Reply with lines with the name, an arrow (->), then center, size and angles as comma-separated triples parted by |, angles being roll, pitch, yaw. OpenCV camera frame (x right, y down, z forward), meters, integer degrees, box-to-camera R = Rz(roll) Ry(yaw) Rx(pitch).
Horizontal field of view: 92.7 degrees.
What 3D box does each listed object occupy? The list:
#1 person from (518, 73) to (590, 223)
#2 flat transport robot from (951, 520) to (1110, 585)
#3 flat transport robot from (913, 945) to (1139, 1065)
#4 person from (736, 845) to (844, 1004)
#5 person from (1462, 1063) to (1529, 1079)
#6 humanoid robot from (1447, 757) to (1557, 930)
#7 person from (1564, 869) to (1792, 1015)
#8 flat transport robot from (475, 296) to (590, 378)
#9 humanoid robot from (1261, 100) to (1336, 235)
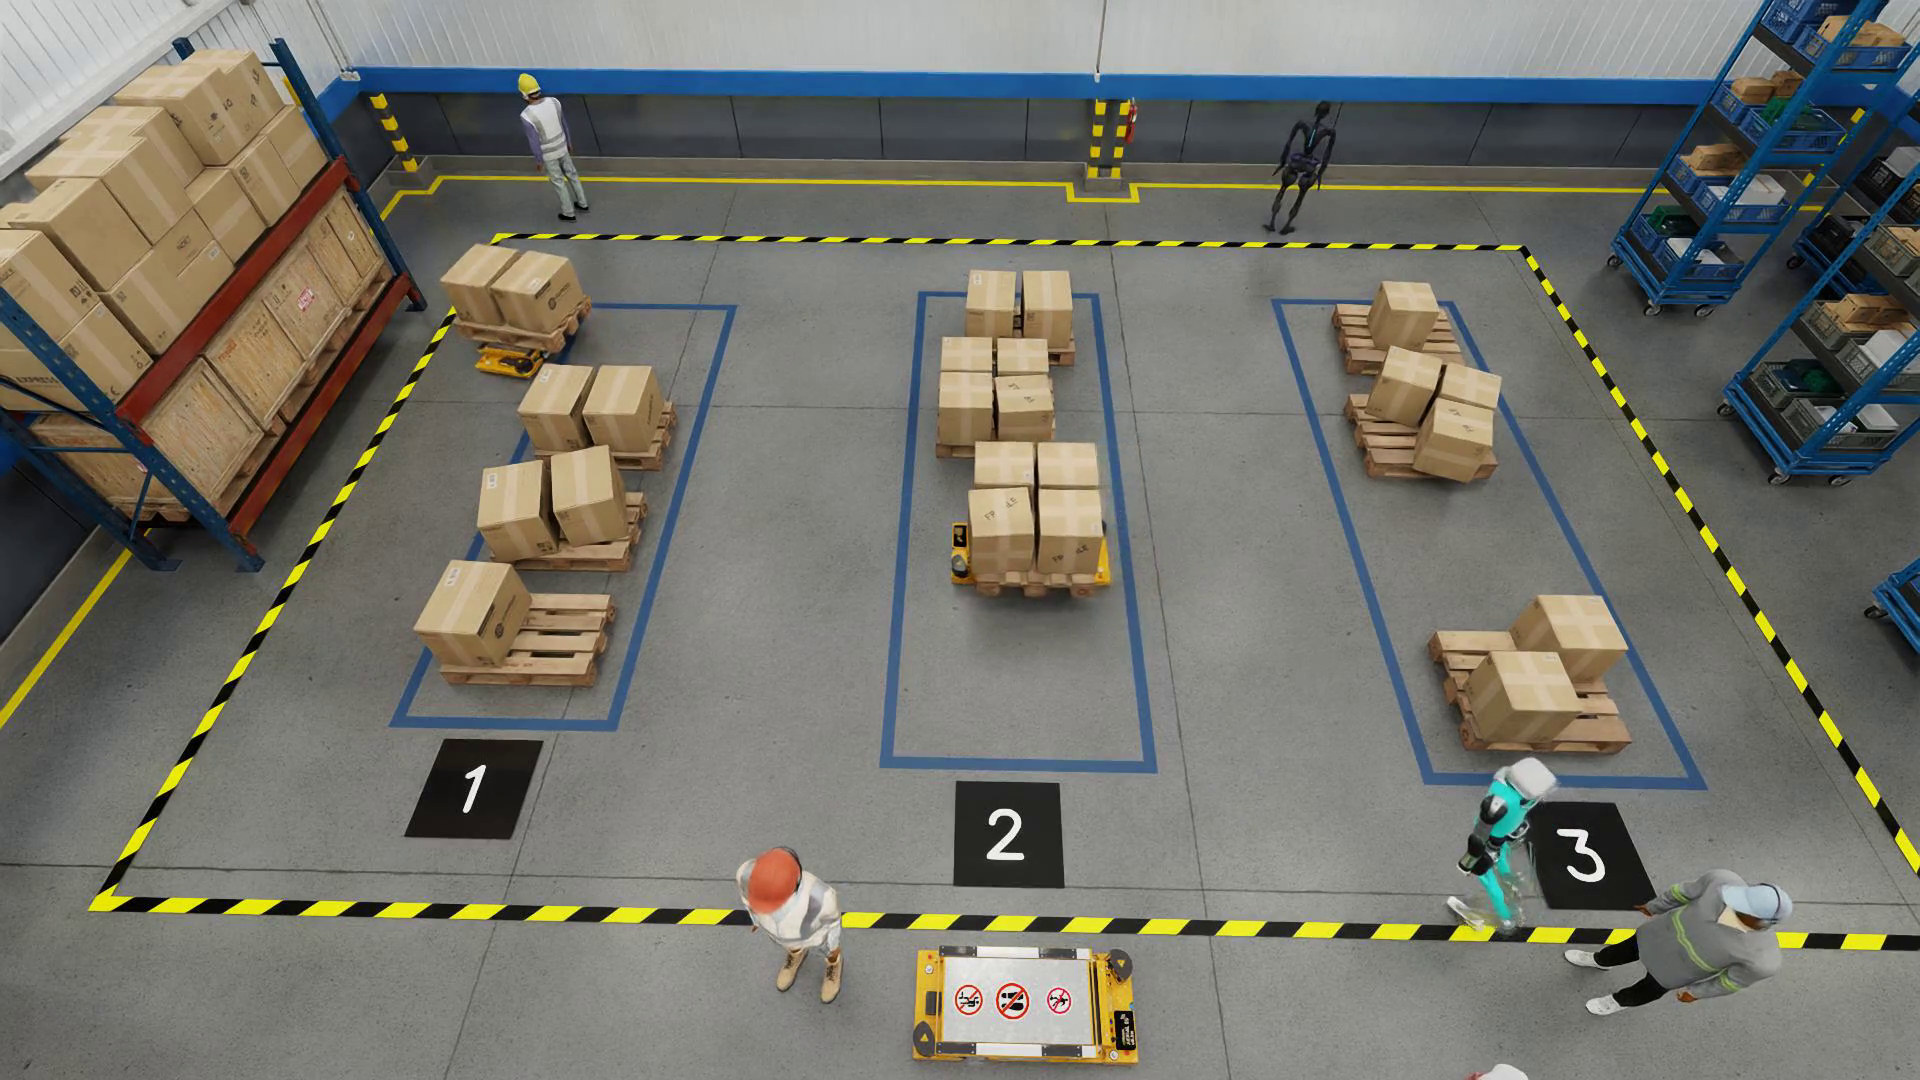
person -> -5.104, -4.875, 11.450 | 0.404, 1.830, 0.602 | 23, 54, 18
flat transport robot -> 0.638, 0.089, 8.395 | 1.431, 0.197, 0.652 | 1, 51, 1
flat transport robot -> 0.422, 3.041, 6.007 | 1.431, 0.231, 0.659 | 1, 51, 1
person -> -0.981, 2.307, 5.459 | 0.606, 2.047, 0.366 | 12, 52, 10
person -> 2.614, 3.168, 4.849 | 0.394, 1.911, 0.579 | 27, 56, 21
humanoid robot -> 3.507, 2.090, 5.862 | 0.544, 1.809, 0.838 | -30, 57, -22
person -> 4.280, 2.433, 5.481 | 0.393, 1.849, 0.596 | 0, 51, 0
flat transport robot -> -4.863, -2.412, 10.434 | 0.652, 0.197, 1.431 | 10, 51, 8
humanoid robot -> 4.181, -4.556, 11.289 | 0.604, 1.642, 0.385 | 17, 53, 13
